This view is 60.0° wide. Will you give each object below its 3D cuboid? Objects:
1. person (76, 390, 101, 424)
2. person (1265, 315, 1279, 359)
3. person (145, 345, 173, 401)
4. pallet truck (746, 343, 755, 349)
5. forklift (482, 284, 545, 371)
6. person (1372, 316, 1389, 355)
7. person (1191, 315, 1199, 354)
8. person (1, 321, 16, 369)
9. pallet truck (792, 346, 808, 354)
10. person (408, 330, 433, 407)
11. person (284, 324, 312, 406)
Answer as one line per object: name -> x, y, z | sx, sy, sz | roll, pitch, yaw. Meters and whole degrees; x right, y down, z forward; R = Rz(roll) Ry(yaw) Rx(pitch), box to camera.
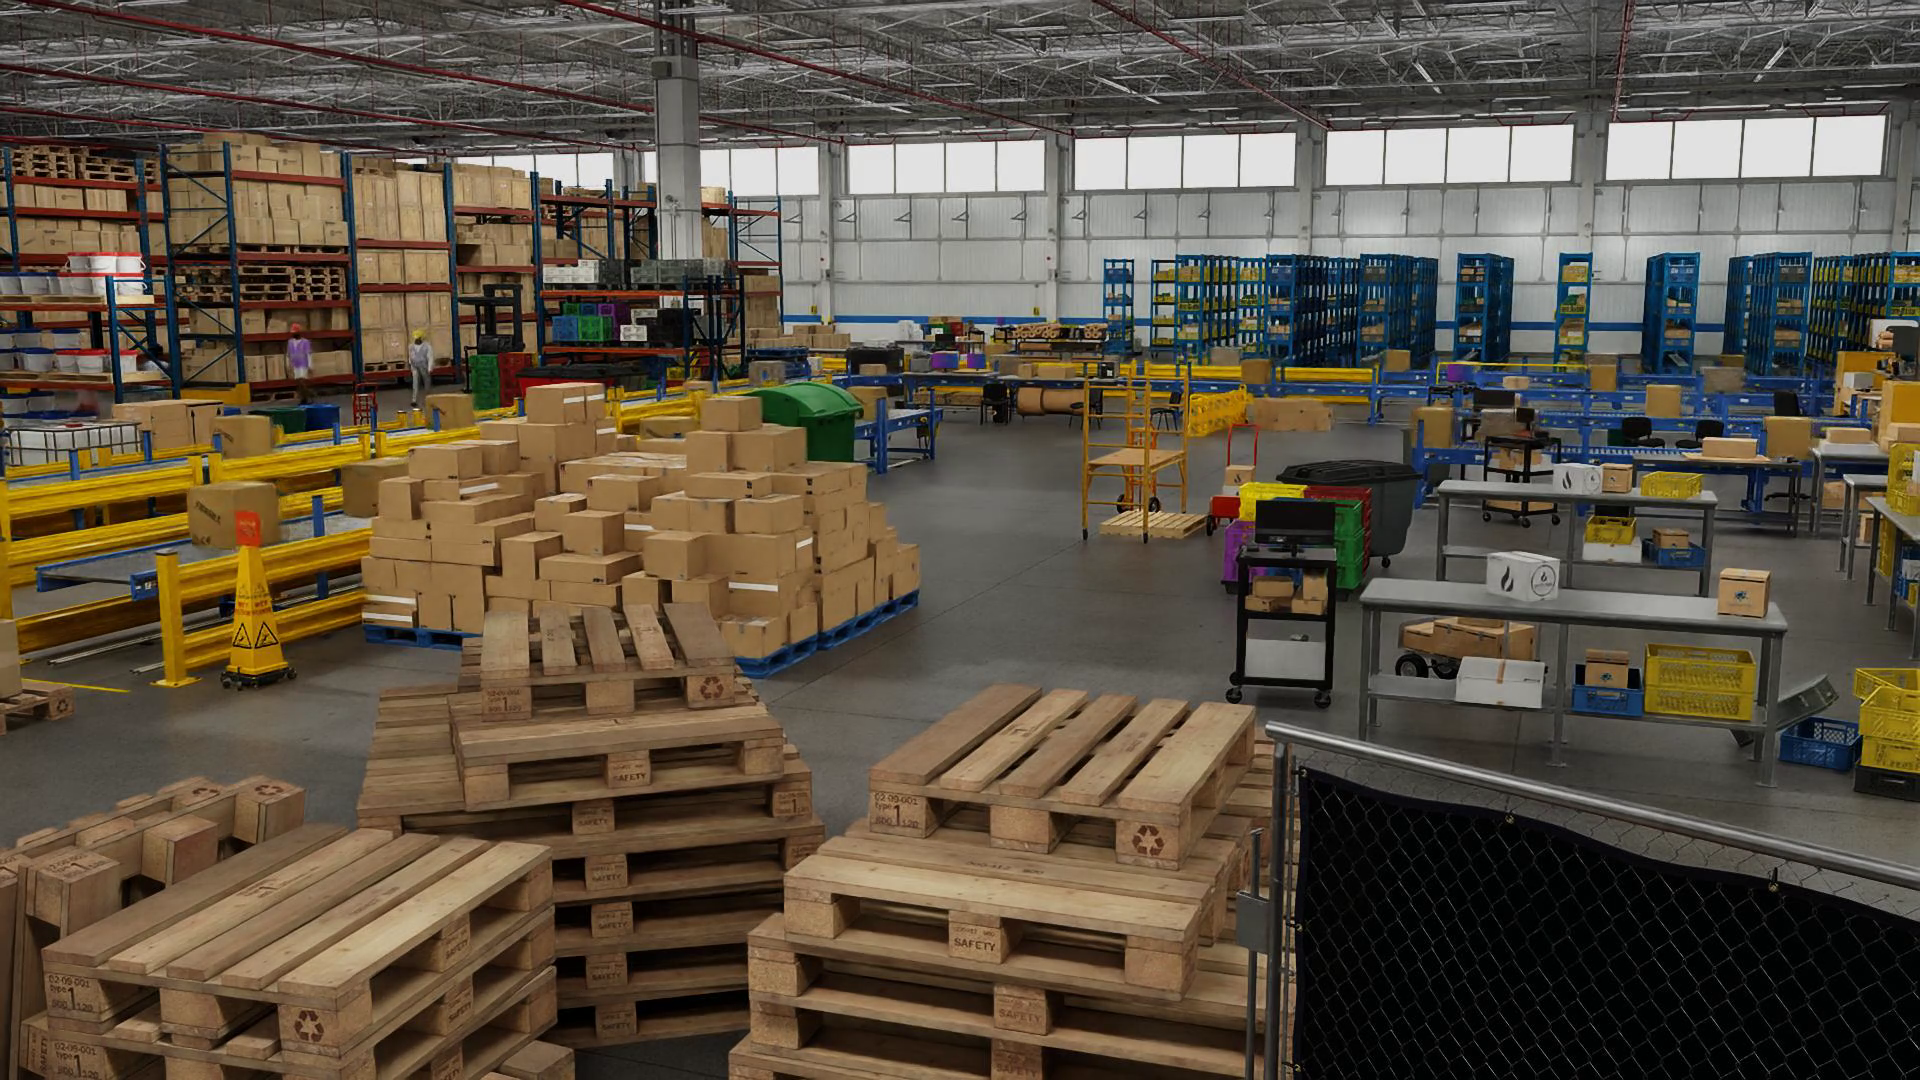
person -> -14.637, -2.264, 27.837 | 0.525, 1.758, 0.511 | 5, 10, 28
person -> 9.829, -6.220, 52.071 | 0.615, 1.943, 0.405 | -3, 9, -16
person -> -15.483, -2.925, 32.198 | 0.538, 1.688, 0.363 | 2, 9, 14
pallet truck -> -6.183, -4.618, 44.264 | 1.601, 1.201, 0.680 | -9, 12, -43
forklift -> -10.832, -4.702, 39.610 | 1.129, 2.768, 1.873 | 3, 10, 20
person -> 14.625, -7.068, 57.844 | 0.589, 1.808, 0.906 | 2, 9, 14
person -> 7.607, -6.346, 53.386 | 0.952, 1.779, 0.622 | 2, 9, 11
person -> -25.683, -4.989, 44.739 | 0.603, 1.816, 0.675 | 4, 10, 26
pallet truck -> -3.705, -4.298, 42.022 | 0.653, 1.274, 1.630 | 3, 10, 20
person -> -12.467, -3.969, 38.507 | 0.604, 1.774, 0.978 | 1, 9, 4
person -> -15.270, -4.008, 38.295 | 0.571, 1.912, 0.701 | 3, 9, 17
